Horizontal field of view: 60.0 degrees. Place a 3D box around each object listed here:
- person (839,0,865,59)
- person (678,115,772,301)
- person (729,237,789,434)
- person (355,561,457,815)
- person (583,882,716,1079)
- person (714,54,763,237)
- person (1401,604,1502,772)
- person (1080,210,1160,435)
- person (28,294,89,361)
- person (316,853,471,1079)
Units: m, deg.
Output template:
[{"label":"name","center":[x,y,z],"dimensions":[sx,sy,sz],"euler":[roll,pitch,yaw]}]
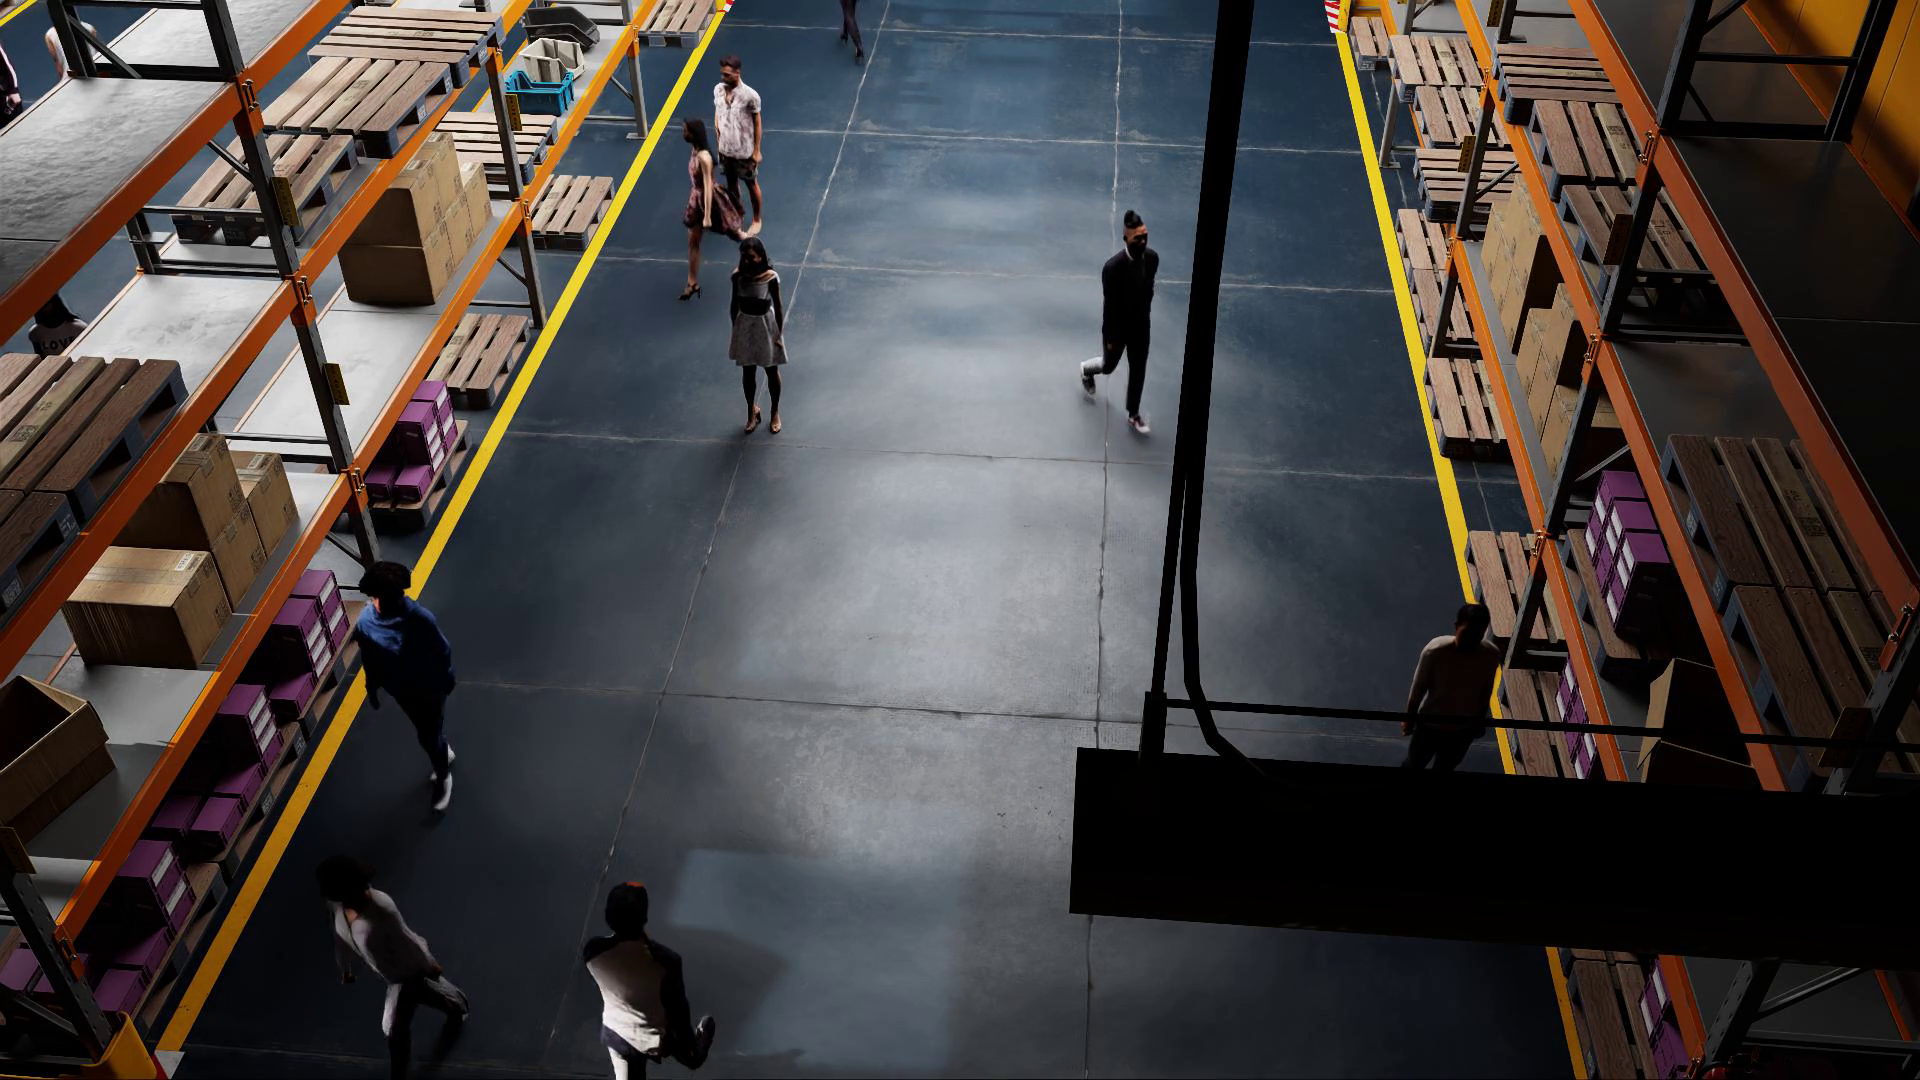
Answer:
[{"label":"person","center":[-1.289,-6.546,19.618],"dimensions":[0.969,1.753,1.188],"euler":[-15,41,-18]},{"label":"person","center":[-2.203,-3.037,15.249],"dimensions":[1.108,1.721,1.232],"euler":[-17,42,-20]},{"label":"person","center":[-1.631,-1.652,13.472],"dimensions":[0.645,1.774,0.630],"euler":[4,39,5]},{"label":"person","center":[-3.376,0.812,10.373],"dimensions":[0.696,1.792,0.765],"euler":[6,39,7]},{"label":"person","center":[-1.587,2.505,8.214],"dimensions":[0.681,1.841,1.158],"euler":[4,39,6]},{"label":"person","center":[-2.158,-3.877,16.225],"dimensions":[0.744,1.815,0.710],"euler":[18,42,21]},{"label":"person","center":[2.931,1.064,10.042],"dimensions":[0.683,1.810,0.562],"euler":[-1,39,-1]},{"label":"person","center":[1.295,-1.828,13.569],"dimensions":[1.060,1.927,1.228],"euler":[-18,42,-22]},{"label":"person","center":[-6.828,-1.182,12.885],"dimensions":[0.664,1.774,0.648],"euler":[-12,40,-14]},{"label":"person","center":[-2.898,2.149,8.745],"dimensions":[0.883,1.733,1.103],"euler":[16,41,19]}]
